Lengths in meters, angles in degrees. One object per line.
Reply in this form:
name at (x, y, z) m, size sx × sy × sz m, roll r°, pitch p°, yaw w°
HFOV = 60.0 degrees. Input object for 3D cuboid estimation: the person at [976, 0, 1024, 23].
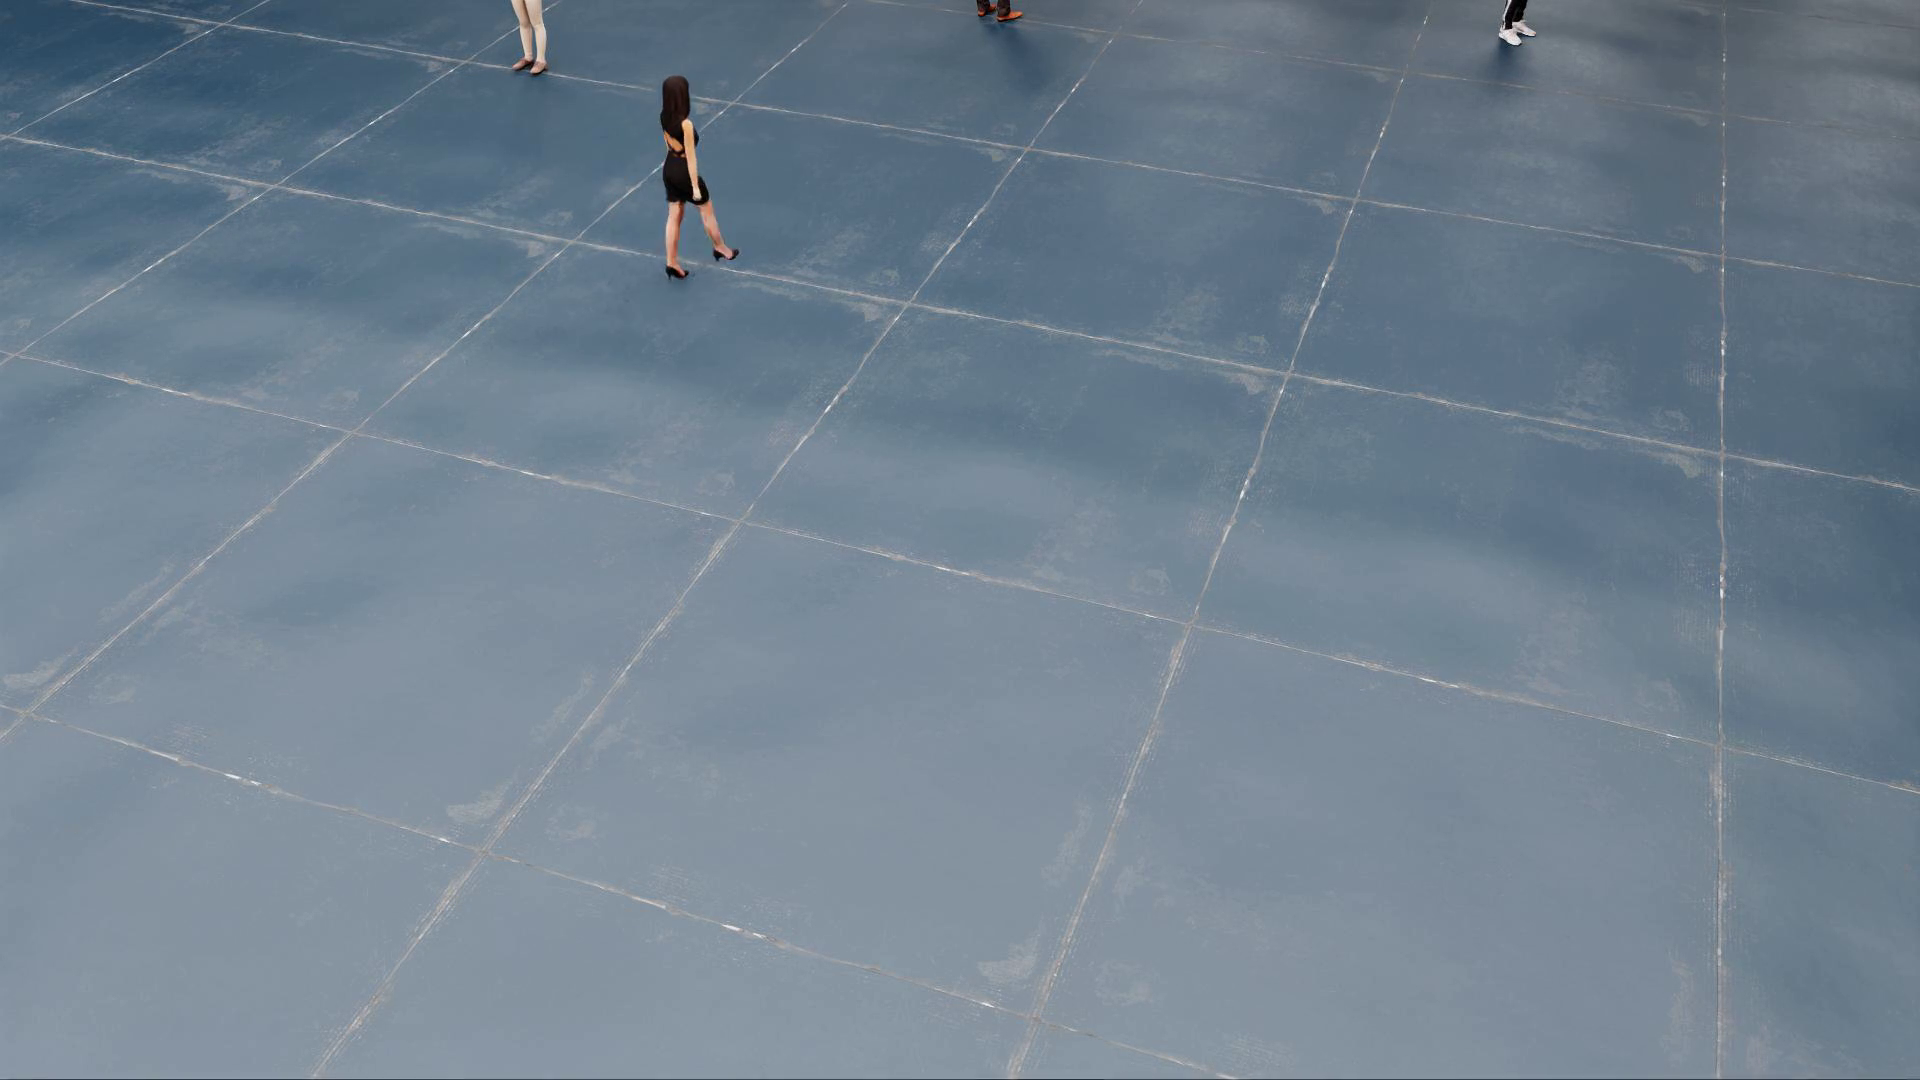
person at (0.373, -6.340, 17.295) m, size 0.764 × 1.808 × 0.731 m, roll 29°, pitch 47°, yaw 32°

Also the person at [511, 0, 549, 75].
person at (-4.254, -5.442, 16.273) m, size 0.647 × 1.653 × 0.572 m, roll 13°, pitch 40°, yaw 16°

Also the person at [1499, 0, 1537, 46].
person at (5.802, -6.008, 16.854) m, size 0.795 × 1.828 × 0.622 m, roll 29°, pitch 46°, yaw 32°

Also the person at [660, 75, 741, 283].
person at (-2.209, -2.742, 12.845) m, size 0.814 × 1.625 × 0.984 m, roll 31°, pitch 47°, yaw 33°
